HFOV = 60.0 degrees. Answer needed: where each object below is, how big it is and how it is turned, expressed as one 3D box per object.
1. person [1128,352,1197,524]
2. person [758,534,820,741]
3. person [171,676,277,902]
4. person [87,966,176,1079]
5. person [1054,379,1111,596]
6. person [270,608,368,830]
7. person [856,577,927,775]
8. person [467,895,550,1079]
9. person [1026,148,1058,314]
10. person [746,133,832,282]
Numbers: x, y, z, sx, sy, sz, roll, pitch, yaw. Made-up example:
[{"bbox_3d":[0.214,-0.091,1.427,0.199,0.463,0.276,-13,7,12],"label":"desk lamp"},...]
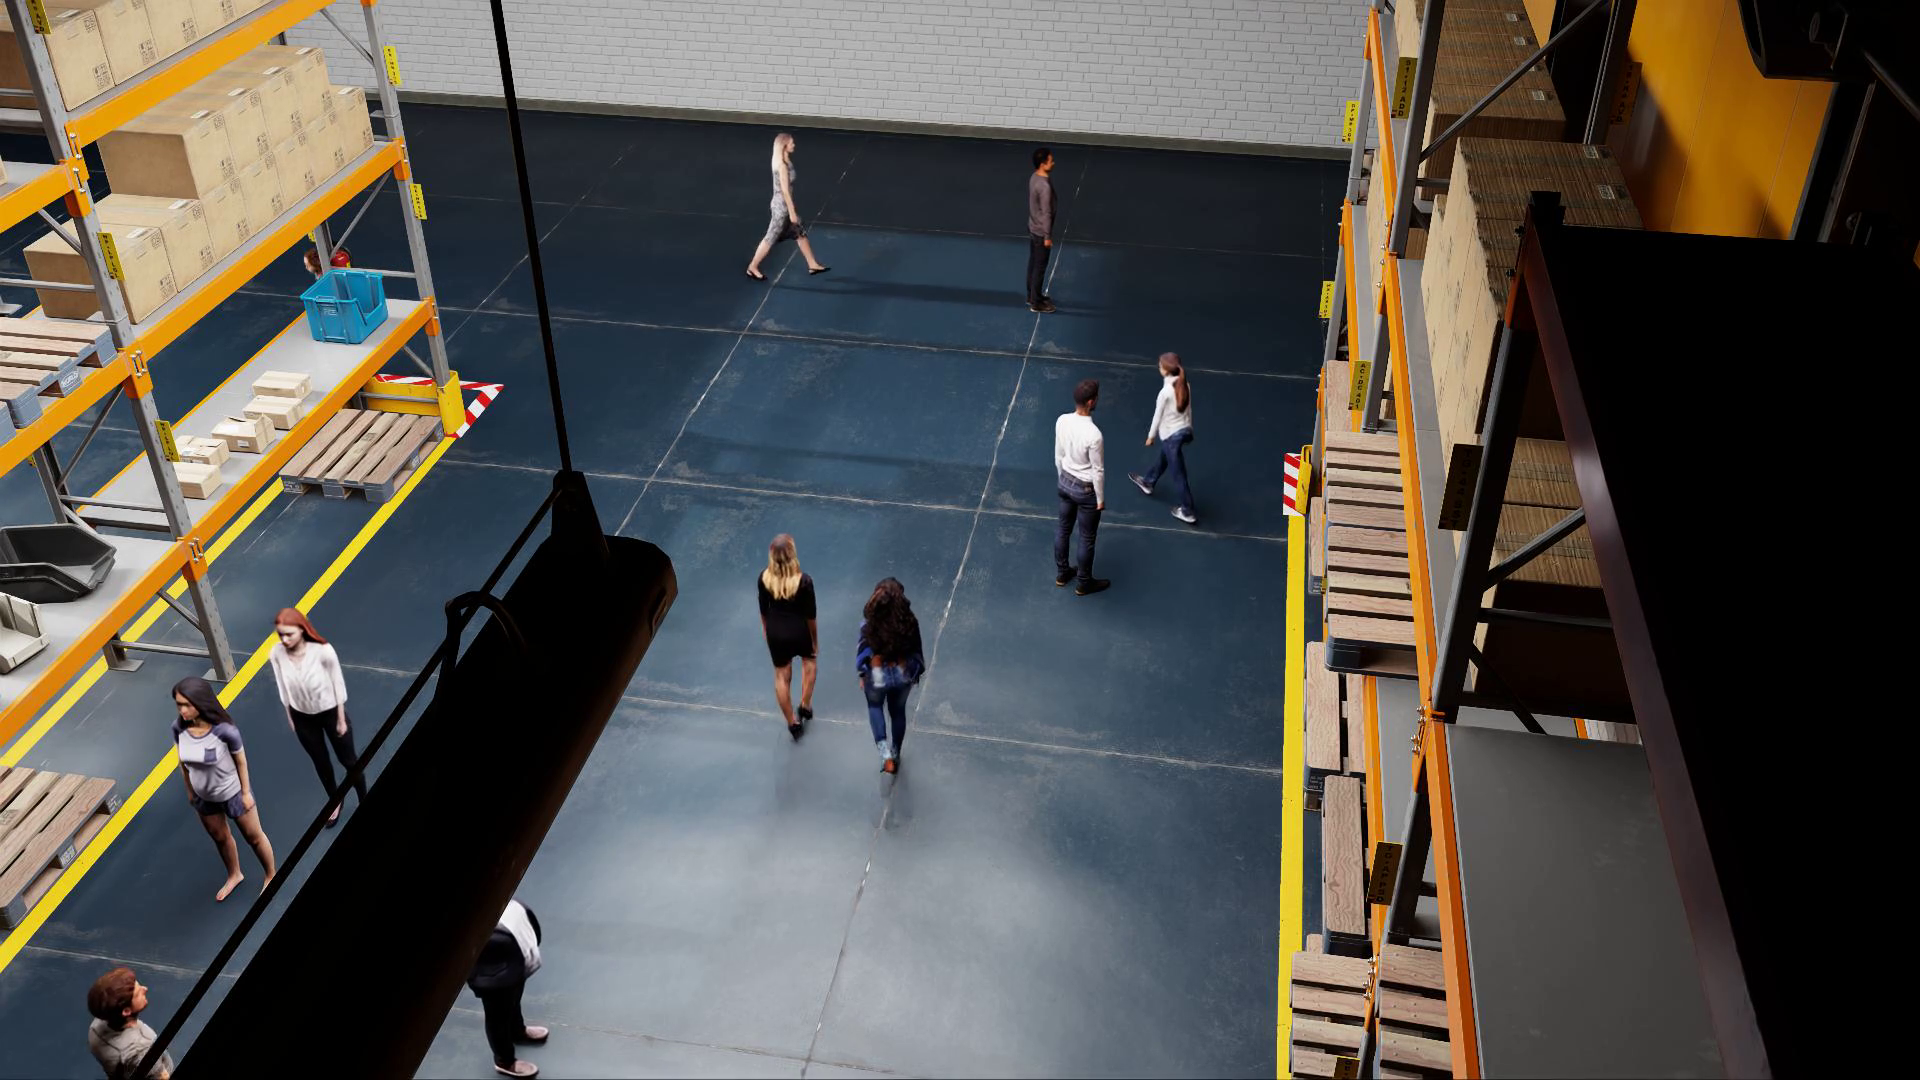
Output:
[{"bbox_3d":[1.868,-0.831,14.061,1.005,1.514,0.955,-28,43,-35],"label":"person"},{"bbox_3d":[-1.203,0.729,11.580,0.584,1.662,0.594,4,34,6],"label":"person"},{"bbox_3d":[-4.579,1.543,10.316,0.600,1.707,0.538,4,34,6],"label":"person"},{"bbox_3d":[-4.025,2.886,8.163,1.075,1.854,1.295,27,42,34],"label":"person"},{"bbox_3d":[0.937,-0.419,13.117,0.763,1.873,0.724,-28,43,-35],"label":"person"},{"bbox_3d":[-4.177,1.156,10.851,0.619,1.758,0.540,0,34,1],"label":"person"},{"bbox_3d":[-0.480,0.974,11.258,0.713,1.612,0.741,-4,34,-5],"label":"person"},{"bbox_3d":[-2.577,2.327,9.236,0.726,1.597,0.598,3,34,5],"label":"person"},{"bbox_3d":[0.843,-3.273,17.506,0.758,1.768,0.581,18,38,25],"label":"person"},{"bbox_3d":[-2.015,-3.562,18.045,0.856,1.652,1.160,-2,34,-4],"label":"person"}]
